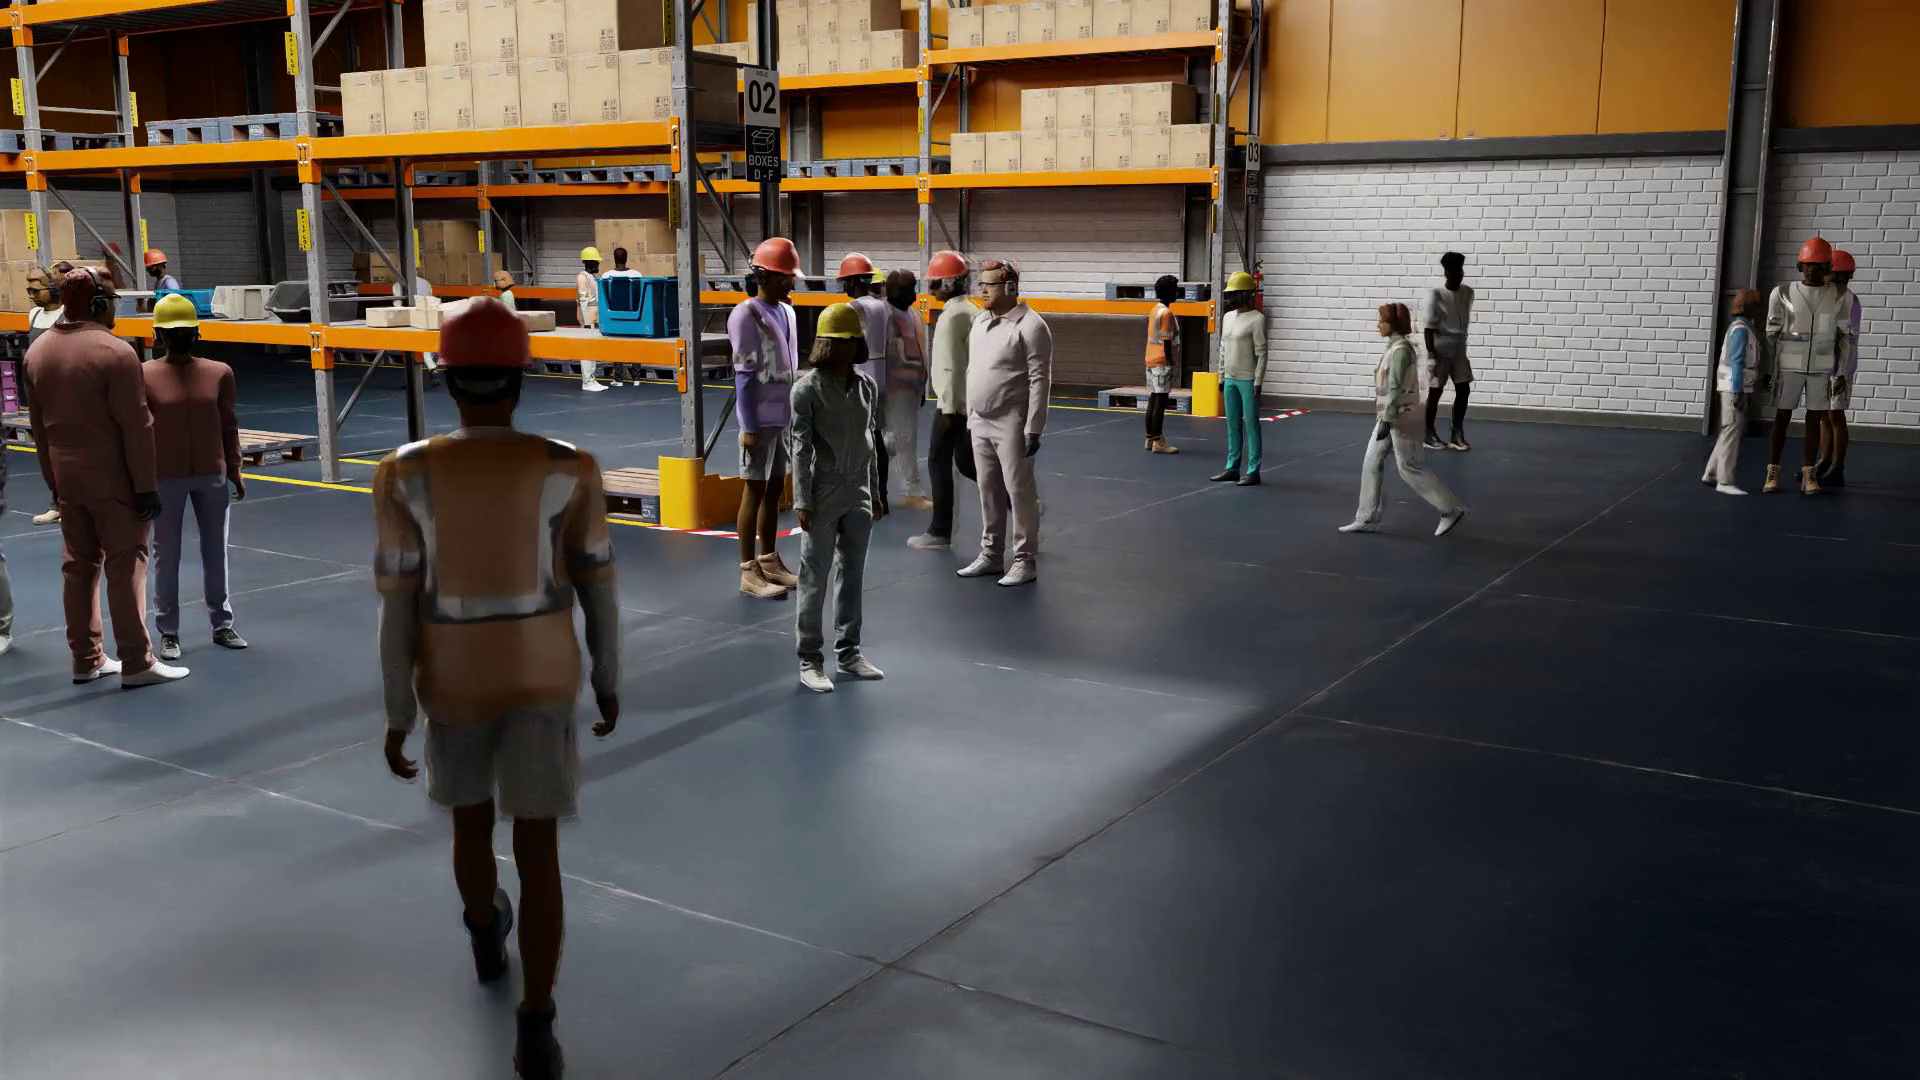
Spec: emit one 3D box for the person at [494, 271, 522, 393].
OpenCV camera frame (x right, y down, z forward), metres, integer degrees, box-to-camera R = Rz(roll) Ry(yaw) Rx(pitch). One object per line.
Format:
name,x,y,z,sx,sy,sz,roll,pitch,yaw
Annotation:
person,-5.934,-2.715,21.830,0.287,1.624,0.494,-3,11,-14

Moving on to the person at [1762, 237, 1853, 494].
person,6.730,-1.373,13.236,0.614,2.039,0.391,3,11,17

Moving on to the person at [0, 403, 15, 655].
person,-4.865,-0.235,8.079,0.519,1.629,0.269,1,10,7

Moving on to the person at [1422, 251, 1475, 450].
person,4.655,-1.794,15.922,0.642,1.911,0.652,-4,11,-22

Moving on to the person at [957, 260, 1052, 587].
person,0.238,-0.685,9.799,0.404,1.906,0.651,-8,13,-38

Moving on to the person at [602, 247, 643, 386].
person,-4.676,-3.096,23.118,0.592,1.922,0.392,-5,11,-26

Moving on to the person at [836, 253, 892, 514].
person,-0.734,-1.124,12.177,0.380,1.929,0.541,6,12,30

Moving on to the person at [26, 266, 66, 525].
person,-6.370,-1.006,11.766,0.504,1.839,0.344,4,11,22

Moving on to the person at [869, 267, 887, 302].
person,-0.833,-2.064,17.923,0.542,1.720,0.834,-4,11,-21

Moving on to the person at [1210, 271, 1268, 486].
person,2.317,-1.331,13.764,0.330,1.767,0.528,-6,12,-29

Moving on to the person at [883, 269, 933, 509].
person,-0.508,-1.160,12.724,0.839,1.823,0.638,7,12,33

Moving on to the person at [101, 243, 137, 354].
person,-14.344,-4.066,28.368,0.612,1.957,0.889,10,14,43

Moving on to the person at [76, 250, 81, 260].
person,-9.988,-2.326,18.799,0.360,1.939,0.635,7,12,34

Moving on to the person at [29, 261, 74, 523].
person,-6.392,-1.064,12.000,0.329,1.873,0.515,7,12,35

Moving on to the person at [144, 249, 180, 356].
person,-9.598,-2.546,20.100,0.447,1.914,0.557,-8,13,-37

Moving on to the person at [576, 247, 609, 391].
person,-4.954,-2.963,22.363,0.365,1.928,0.586,0,10,2

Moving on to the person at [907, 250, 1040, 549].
person,0.079,-0.887,10.781,0.807,1.963,0.645,4,11,19

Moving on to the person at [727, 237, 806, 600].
person,-1.063,-0.690,9.467,0.401,2.037,0.607,4,11,22

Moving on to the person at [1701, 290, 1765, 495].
person,6.214,-1.178,13.340,0.353,1.630,0.556,5,11,26

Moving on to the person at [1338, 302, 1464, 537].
person,3.052,-0.816,11.361,0.768,1.606,0.513,0,10,2

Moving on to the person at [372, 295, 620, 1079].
person,-1.149,0.337,4.201,0.574,1.878,1.005,-2,11,-13

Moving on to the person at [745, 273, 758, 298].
person,-2.110,-2.062,18.047,0.419,1.671,0.548,4,11,20

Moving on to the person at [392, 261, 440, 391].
person,-7.270,-2.876,22.193,0.565,1.810,0.593,9,13,40

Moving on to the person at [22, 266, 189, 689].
person,-3.867,-0.276,7.535,0.648,1.907,0.409,4,11,21

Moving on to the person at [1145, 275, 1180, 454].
person,1.932,-1.672,15.842,0.317,1.697,0.540,-1,10,-6

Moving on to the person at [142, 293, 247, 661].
person,-3.755,-0.308,8.100,0.533,1.768,0.310,-9,14,-42

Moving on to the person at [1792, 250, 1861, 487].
person,7.170,-1.404,13.694,0.375,1.939,0.546,2,10,10

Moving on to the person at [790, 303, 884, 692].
person,-0.539,-0.195,7.535,0.312,1.742,0.493,10,14,44
